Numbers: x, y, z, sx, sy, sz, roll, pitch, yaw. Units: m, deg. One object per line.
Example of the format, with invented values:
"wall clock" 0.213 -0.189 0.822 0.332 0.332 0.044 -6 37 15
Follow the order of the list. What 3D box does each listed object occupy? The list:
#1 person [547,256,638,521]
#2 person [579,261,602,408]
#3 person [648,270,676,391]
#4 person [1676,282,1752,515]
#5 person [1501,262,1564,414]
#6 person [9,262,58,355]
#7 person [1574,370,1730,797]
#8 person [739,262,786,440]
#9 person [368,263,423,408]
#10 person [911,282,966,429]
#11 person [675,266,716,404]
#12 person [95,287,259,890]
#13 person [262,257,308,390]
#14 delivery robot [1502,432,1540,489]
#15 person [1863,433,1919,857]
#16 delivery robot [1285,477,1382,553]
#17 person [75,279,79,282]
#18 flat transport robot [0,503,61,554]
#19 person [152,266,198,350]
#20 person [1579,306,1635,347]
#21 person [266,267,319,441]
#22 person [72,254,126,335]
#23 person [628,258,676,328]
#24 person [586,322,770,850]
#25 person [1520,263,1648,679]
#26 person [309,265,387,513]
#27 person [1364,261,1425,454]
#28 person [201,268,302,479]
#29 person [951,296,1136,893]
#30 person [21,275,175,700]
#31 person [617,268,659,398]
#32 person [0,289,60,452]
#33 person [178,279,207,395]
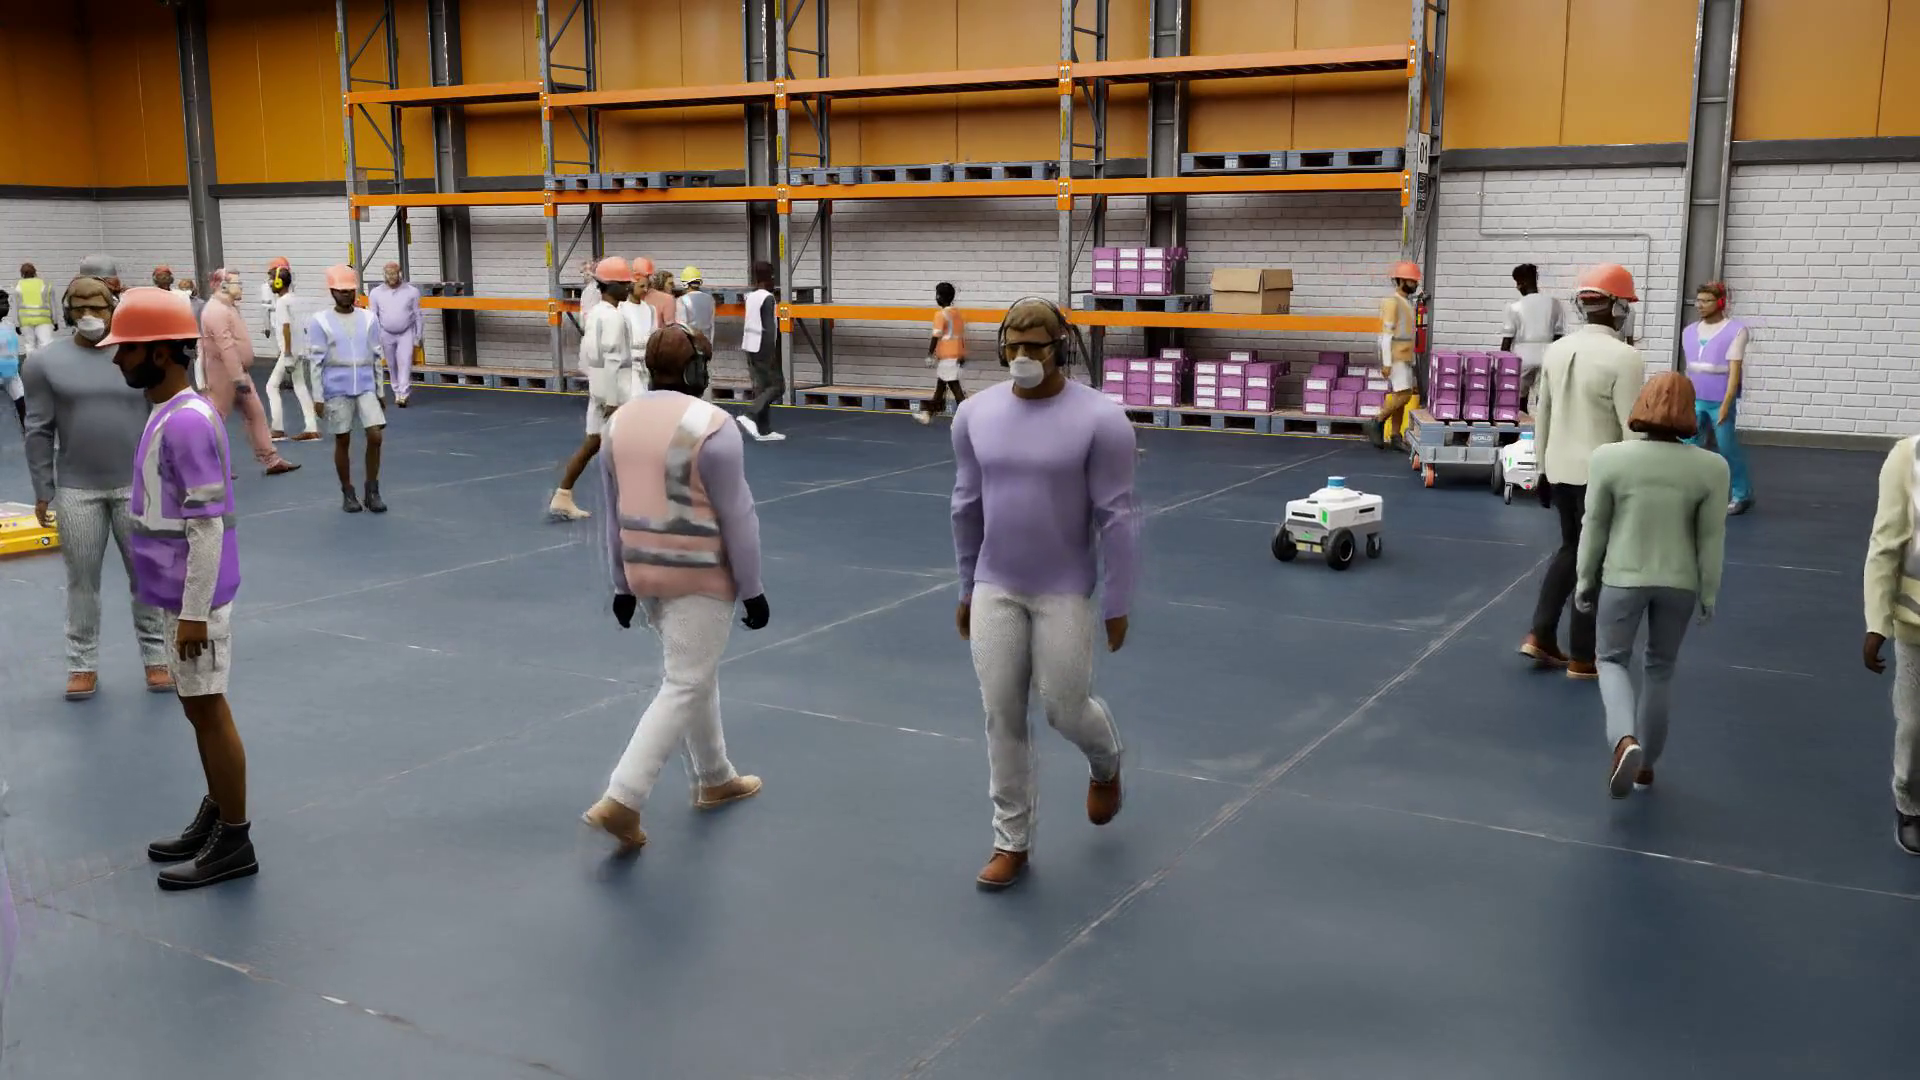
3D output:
"person" -2.655 -1.125 12.510 1.032 1.999 0.624 -5 11 -27
"person" -4.570 -2.579 21.037 0.469 1.887 0.639 3 11 17
"person" -3.398 -2.100 18.570 0.901 1.814 0.514 1 10 5
"person" 5.729 -1.060 12.685 0.963 1.804 0.566 -6 12 -30
"person" 5.587 -1.727 16.165 0.638 1.919 0.873 0 10 -1
"person" -14.311 -3.375 25.726 0.633 1.823 0.673 -5 11 -26
"person" 2.562 0.180 6.175 0.509 1.611 0.585 3 10 16
"person" -2.090 -1.995 17.672 0.453 1.904 0.628 -5 11 -26
"person" -7.316 -2.648 21.534 0.666 1.853 1.014 -2 10 -11
"person" -0.226 -2.070 18.773 0.850 1.650 0.555 4 11 24
"person" -3.107 -2.257 19.365 0.404 1.832 0.600 7 12 35
"person" -2.530 0.159 5.389 0.361 1.935 0.553 -6 11 -29
"person" -9.692 -3.112 24.002 0.722 1.914 0.547 4 11 23
"delivery robot" 4.611 -0.636 13.537 0.477 0.478 0.707 3 10 15
"person" 3.224 0.243 5.332 0.593 1.797 0.894 5 11 28
"delivery robot" 2.457 -0.172 10.907 0.707 0.478 0.477 -9 14 -43
"person" -14.892 -3.949 28.723 0.651 1.912 0.410 -7 12 -34
"flat transport robot" -6.758 -0.103 11.588 1.431 0.197 0.652 7 12 33
"person" -9.861 -2.493 20.702 0.572 1.841 0.977 -10 14 -43
"person" 6.083 -1.602 15.732 0.547 1.821 0.704 2 10 11
"person" -7.206 -1.954 17.614 0.759 1.840 0.575 -1 10 -3
"person" -6.547 -1.228 12.948 0.819 2.000 0.690 -1 10 -5
"person" -3.165 -1.872 16.861 0.624 1.937 1.004 1 10 7
"person" -1.017 0.154 5.809 0.632 1.817 0.872 8 13 40
"person" 3.035 -0.316 7.954 0.418 1.980 0.658 -3 11 -17
"person" -4.678 -1.143 12.796 0.582 1.914 0.648 -7 12 -35
"person" 4.366 -1.806 16.543 0.454 1.924 0.568 7 12 36
"person" -6.350 -1.458 14.744 0.916 1.871 0.651 -2 10 -8
"person" 0.291 0.154 5.492 0.636 1.918 0.695 5 11 25
"person" -3.926 -0.241 7.652 0.636 1.937 0.353 -5 11 -25
"person" -2.917 -1.549 15.241 0.637 1.862 0.600 6 12 31
"person" -9.488 -1.649 16.438 0.888 1.649 0.543 0 10 -1
"person" -10.682 -2.804 23.060 0.496 1.627 0.284 -9 13 -41
